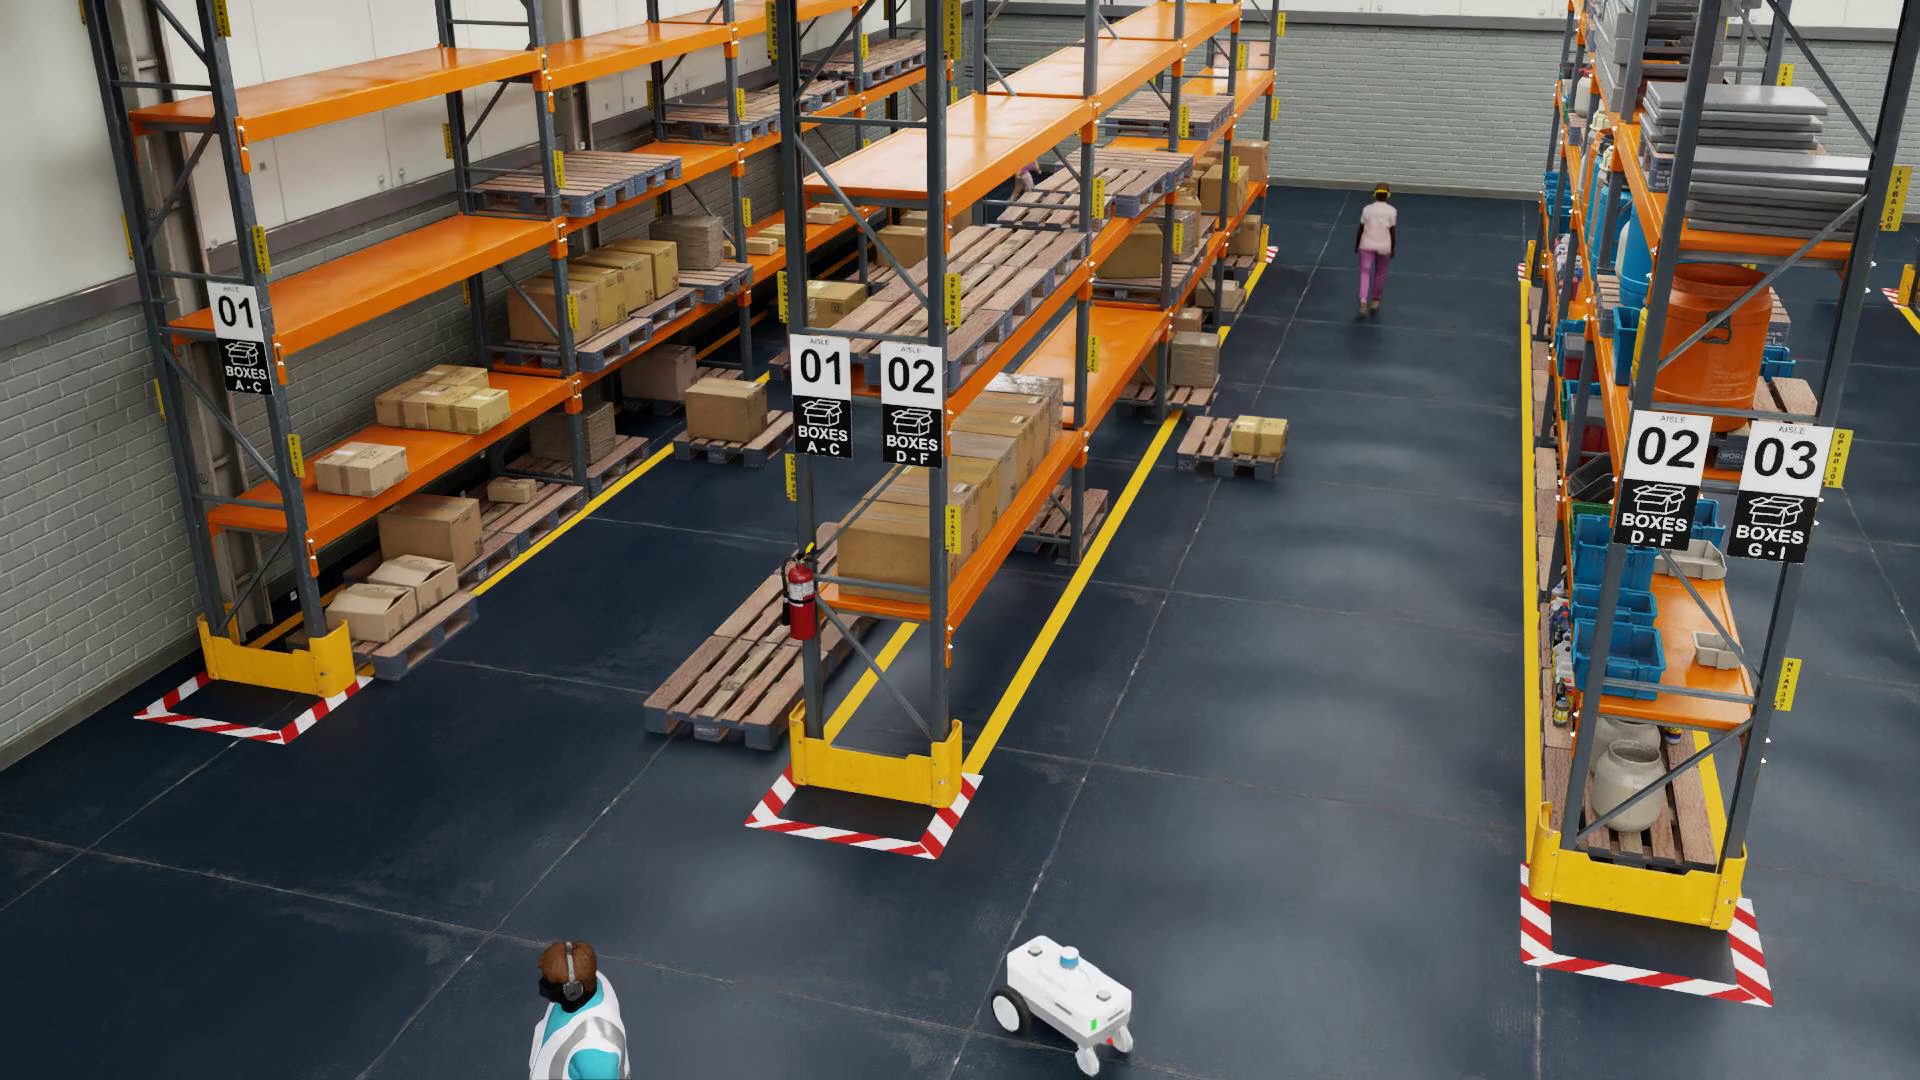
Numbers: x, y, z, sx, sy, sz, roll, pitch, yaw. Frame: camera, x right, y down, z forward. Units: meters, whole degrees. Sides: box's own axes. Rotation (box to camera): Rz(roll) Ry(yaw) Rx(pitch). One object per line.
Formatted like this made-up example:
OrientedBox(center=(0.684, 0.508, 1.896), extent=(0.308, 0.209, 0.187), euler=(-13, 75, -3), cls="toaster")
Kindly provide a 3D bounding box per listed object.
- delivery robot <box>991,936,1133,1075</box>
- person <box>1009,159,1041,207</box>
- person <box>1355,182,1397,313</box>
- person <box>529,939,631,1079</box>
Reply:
OrientedBox(center=(0.564, 2.485, 9.072), extent=(0.499, 0.613, 0.790), euler=(-20, 30, -38), cls="delivery robot")
OrientedBox(center=(1.172, -6.090, 27.531), extent=(0.866, 1.655, 0.492), euler=(4, 24, 10), cls="person")
OrientedBox(center=(5.579, -3.924, 22.370), extent=(0.529, 1.766, 0.841), euler=(7, 24, 15), cls="person")
OrientedBox(center=(-1.652, 2.535, 7.309), extent=(0.429, 1.844, 0.626), euler=(-9, 25, -19), cls="person")
